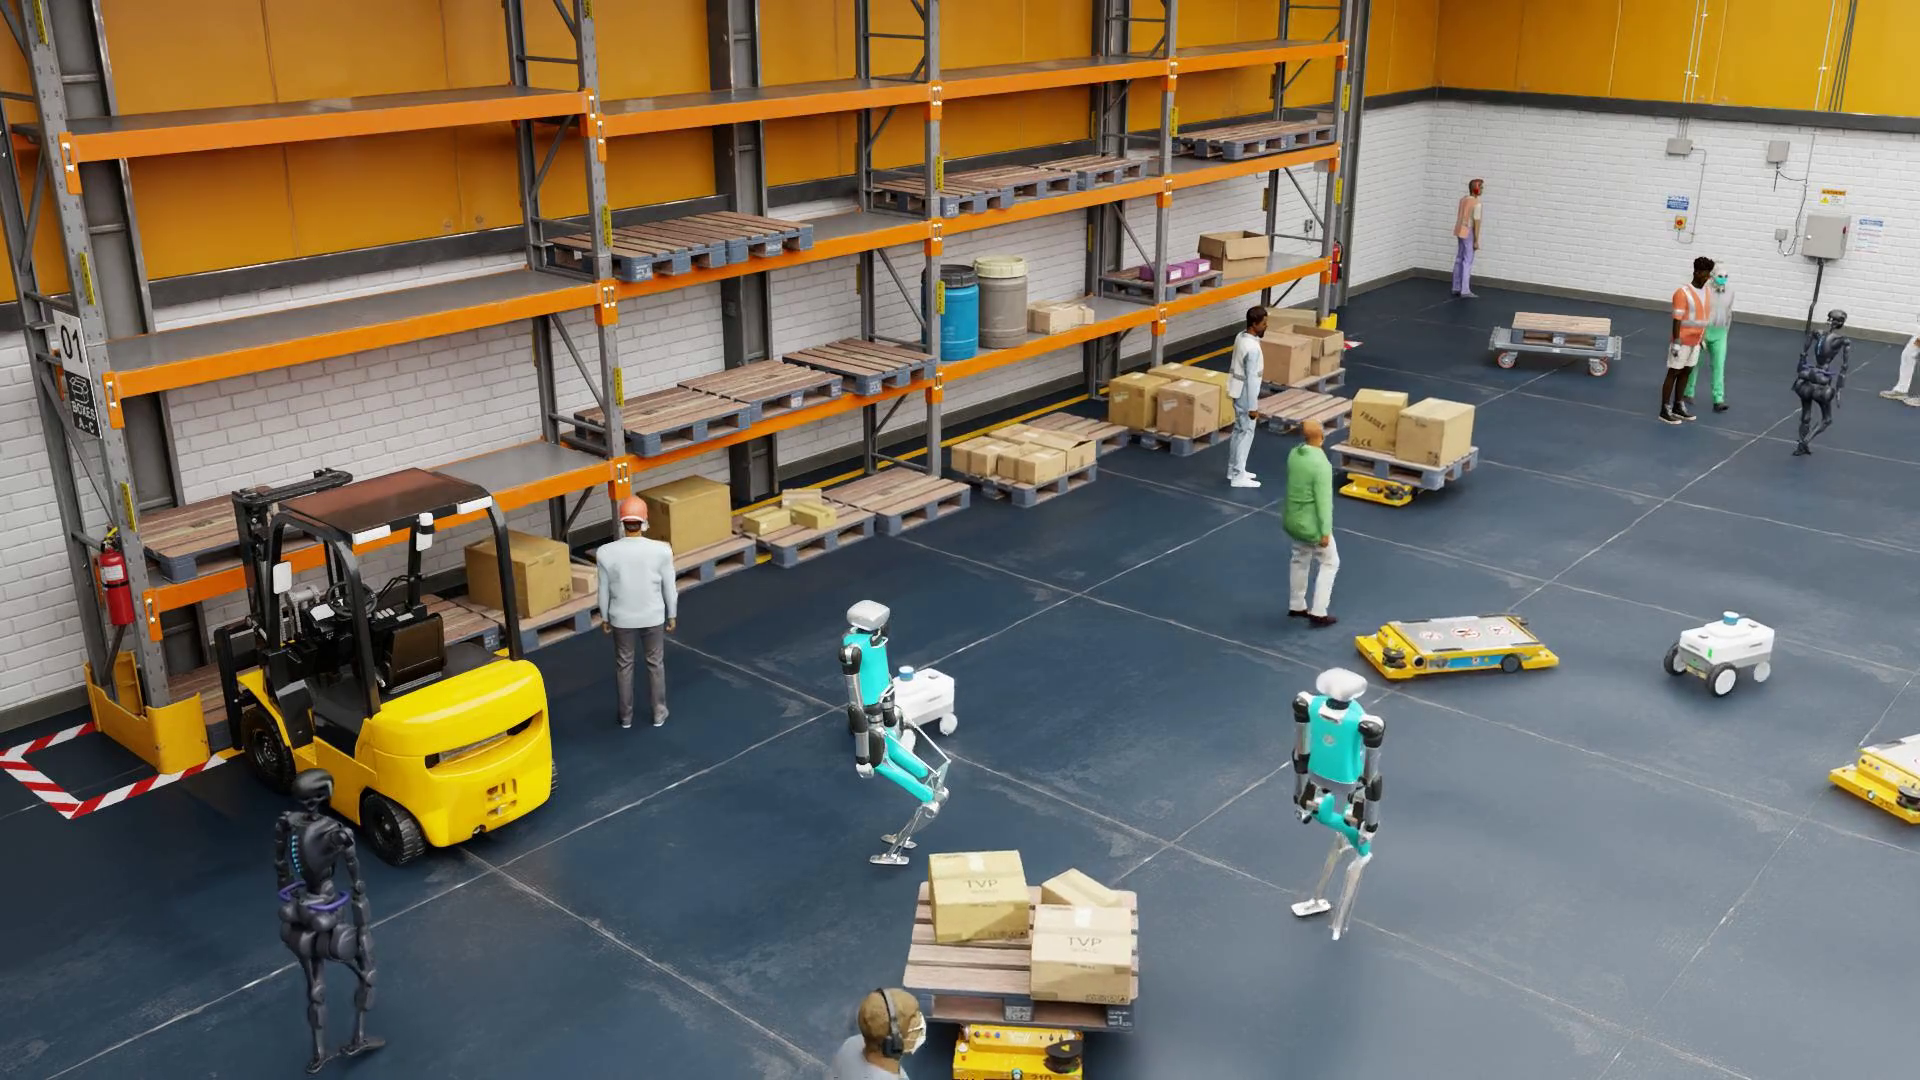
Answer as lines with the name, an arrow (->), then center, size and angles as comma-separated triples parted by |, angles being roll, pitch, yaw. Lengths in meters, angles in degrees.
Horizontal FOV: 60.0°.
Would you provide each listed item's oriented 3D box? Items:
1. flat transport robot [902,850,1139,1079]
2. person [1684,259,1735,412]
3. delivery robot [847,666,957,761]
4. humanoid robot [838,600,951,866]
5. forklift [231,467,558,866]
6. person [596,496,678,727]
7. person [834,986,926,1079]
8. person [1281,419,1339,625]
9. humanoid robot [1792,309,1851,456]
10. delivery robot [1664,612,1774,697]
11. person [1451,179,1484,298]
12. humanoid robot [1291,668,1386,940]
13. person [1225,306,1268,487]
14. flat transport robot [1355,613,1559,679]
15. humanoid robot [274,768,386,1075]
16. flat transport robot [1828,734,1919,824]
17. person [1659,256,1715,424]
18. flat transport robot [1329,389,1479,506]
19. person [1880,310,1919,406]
flat transport robot -> 0.344, 2.417, 9.002 | 0.659, 0.231, 1.431 | 2, 20, 5
person -> 9.034, -2.444, 19.962 | 0.538, 1.799, 0.847 | 0, 20, 0
delivery robot -> -0.388, 1.195, 11.892 | 0.790, 0.589, 0.499 | -17, 26, -39
humanoid robot -> -0.334, 1.189, 10.016 | 0.735, 1.677, 0.533 | 7, 21, 18
forklift -> -3.730, 0.710, 10.856 | 2.313, 2.155, 1.214 | 17, 26, 38
person -> -2.321, 0.523, 12.011 | 0.572, 1.739, 0.351 | -4, 21, -10
person -> -0.309, 2.537, 6.288 | 0.629, 1.926, 0.638 | -7, 21, -18
person -> 2.931, -0.143, 13.776 | 0.508, 1.768, 0.549 | -9, 22, -23
humanoid robot -> 9.334, -1.708, 18.150 | 0.399, 1.648, 0.609 | -10, 23, -26
delivery robot -> 5.894, 0.843, 12.828 | 0.757, 0.575, 0.499 | -9, 22, -22
person -> 7.963, -4.739, 26.113 | 0.393, 1.846, 0.562 | -4, 21, -12
humanoid robot -> 2.211, 1.470, 9.452 | 0.560, 1.758, 0.797 | 16, 26, 37
person -> 2.959, -1.481, 17.205 | 0.408, 1.907, 0.596 | -1, 20, -3
flat transport robot -> 3.953, 0.849, 13.252 | 1.431, 0.231, 0.659 | -3, 21, -9
humanoid robot -> -3.218, 1.908, 8.359 | 0.587, 1.643, 0.418 | 8, 22, 21
flat transport robot -> 6.702, 1.570, 11.296 | 1.431, 0.231, 0.659 | -9, 22, -22
person -> 8.529, -2.350, 19.477 | 0.601, 1.960, 0.370 | -13, 24, -31
flat transport robot -> 4.600, -0.659, 17.337 | 0.659, 0.231, 1.431 | 16, 26, 37
person -> 11.594, -2.544, 20.122 | 0.651, 1.871, 0.611 | 8, 22, 21
